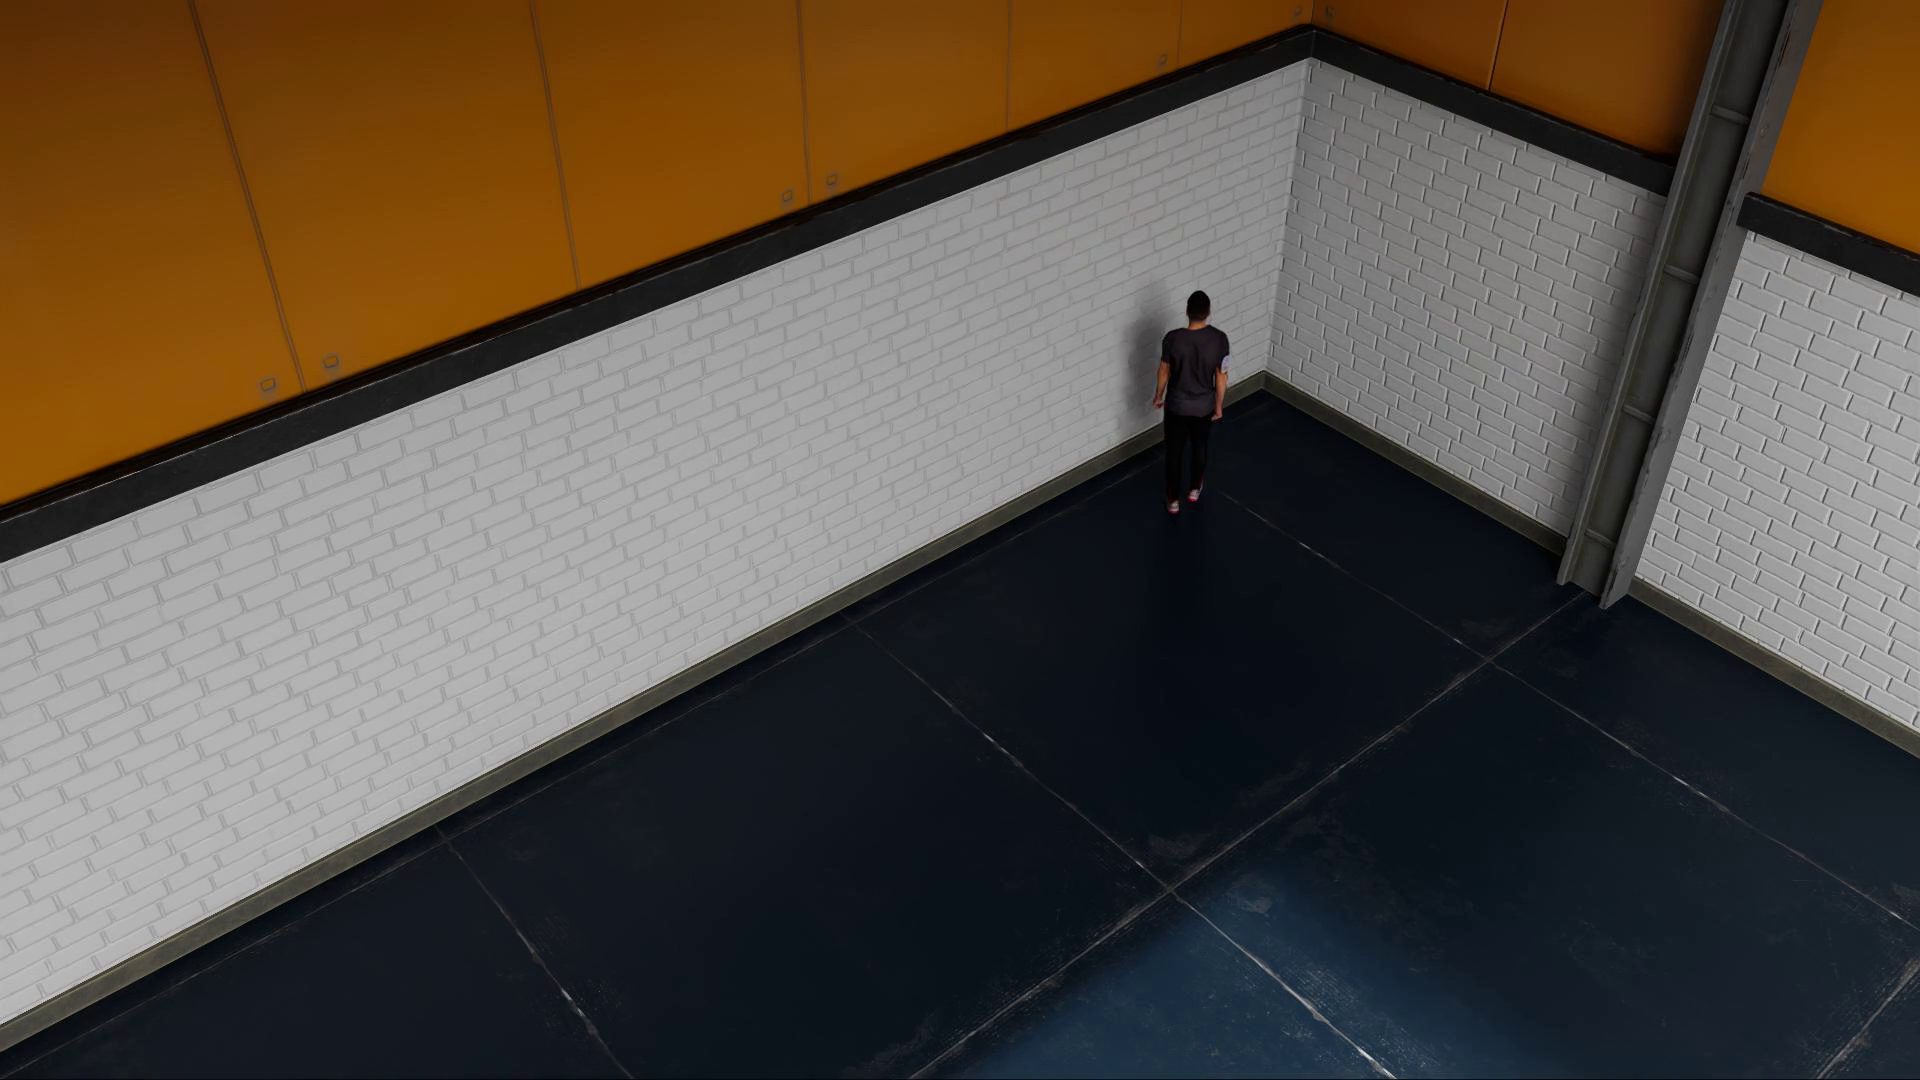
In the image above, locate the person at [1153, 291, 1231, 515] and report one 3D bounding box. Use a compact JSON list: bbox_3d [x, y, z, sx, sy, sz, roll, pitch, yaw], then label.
[{"bbox_3d":[1.622,-0.937,11.764,0.784,1.758,0.833,-1,39,-1],"label":"person"}]
